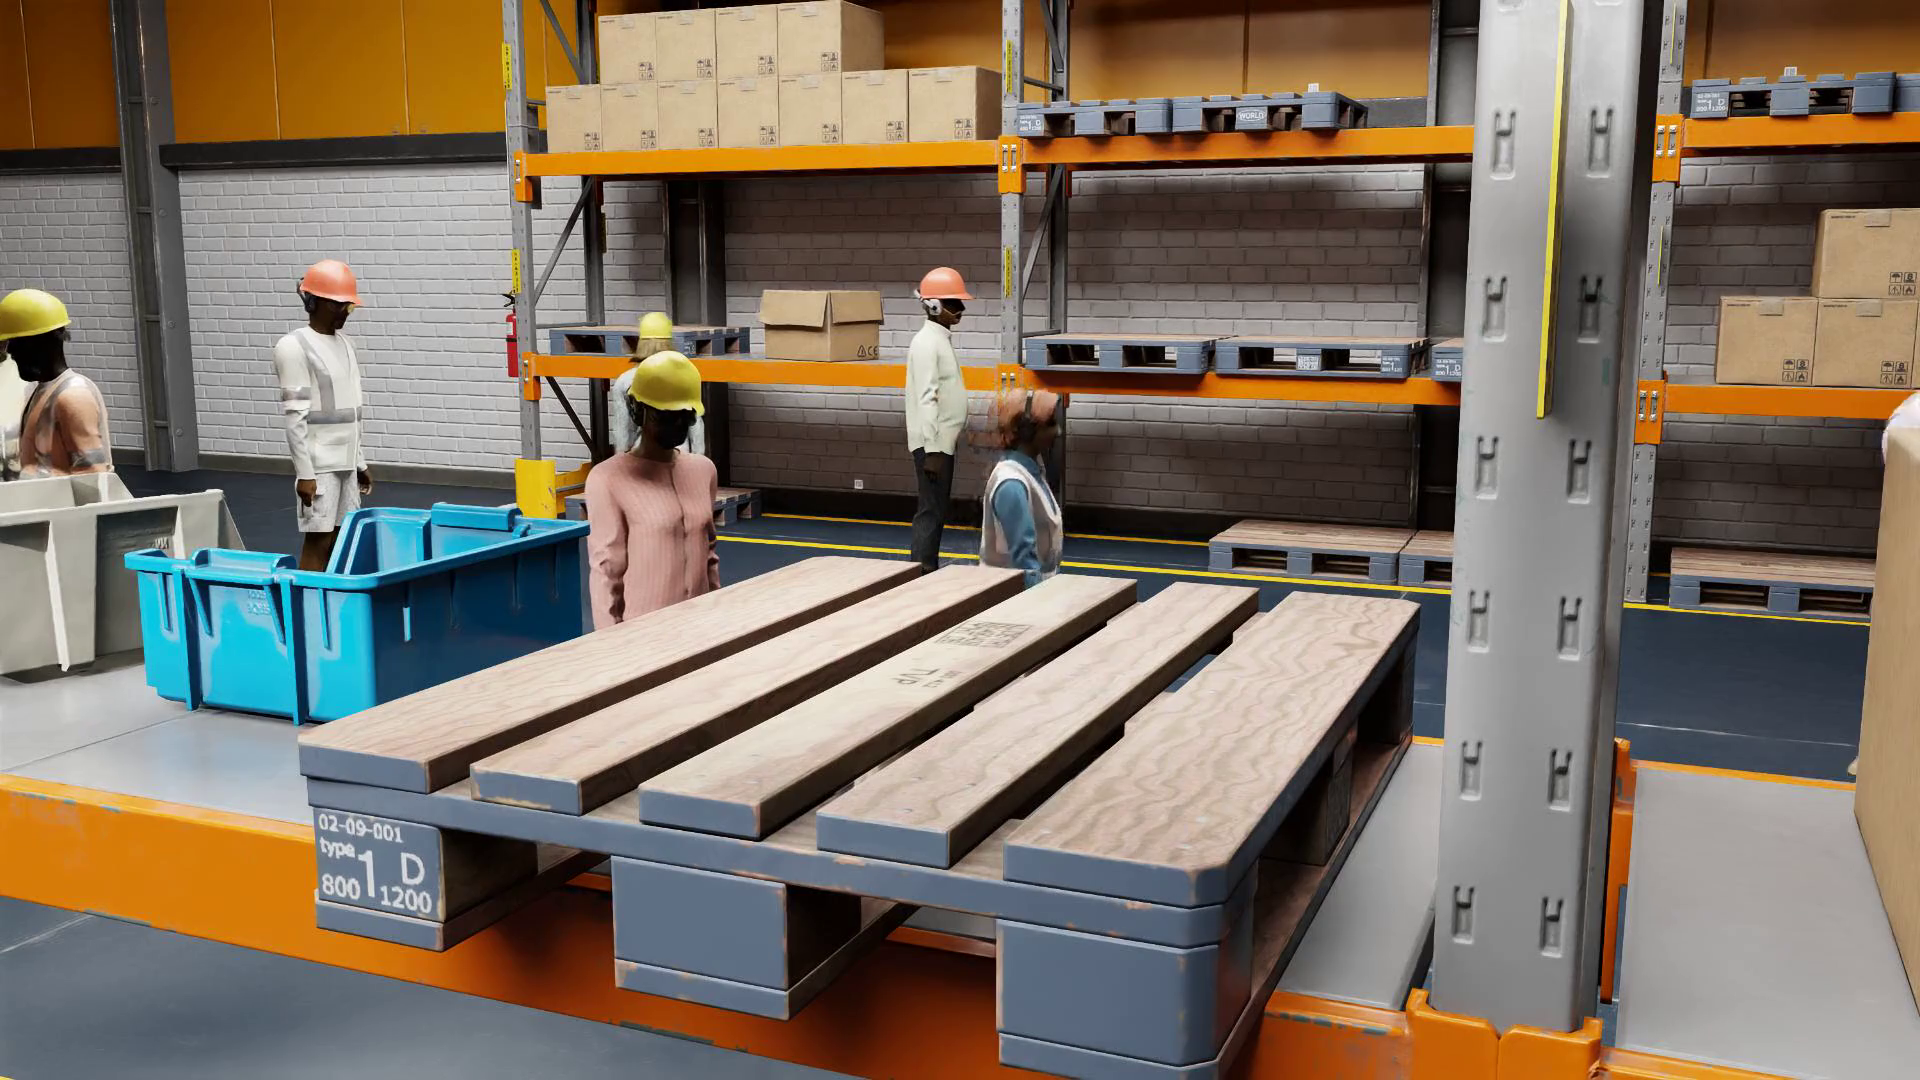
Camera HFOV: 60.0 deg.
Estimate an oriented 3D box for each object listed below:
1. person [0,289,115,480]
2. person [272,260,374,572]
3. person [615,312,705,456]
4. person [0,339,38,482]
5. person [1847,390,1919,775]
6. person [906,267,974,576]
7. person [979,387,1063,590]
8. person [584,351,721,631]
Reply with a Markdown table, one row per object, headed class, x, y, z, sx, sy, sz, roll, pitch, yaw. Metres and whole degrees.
| class | x | y | z | sx | sy | sz | roll | pitch | yaw |
| --- | --- | --- | --- | --- | --- | --- | --- | --- | --- |
| person | -3.517 | -0.017 | 6.542 | 0.392 | 1.919 | 0.589 | -8 | 12 | -38 |
| person | -3.172 | -0.391 | 8.438 | 0.391 | 2.033 | 0.605 | 1 | 10 | 9 |
| person | -1.698 | -0.420 | 9.484 | 0.496 | 1.743 | 0.314 | -1 | 9 | -4 |
| person | -5.547 | -0.473 | 9.615 | 0.605 | 1.814 | 0.729 | -7 | 12 | -37 |
| person | 3.835 | 0.073 | 6.368 | 0.701 | 1.807 | 0.431 | -2 | 10 | -14 |
| person | -0.115 | -0.545 | 9.471 | 0.394 | 1.992 | 0.622 | 1 | 10 | 6 |
| person | 0.254 | 0.273 | 5.778 | 0.830 | 1.594 | 0.519 | 2 | 10 | 15 |
| person | -0.904 | 0.302 | 5.113 | 0.328 | 1.759 | 0.524 | 7 | 12 | 35 |
